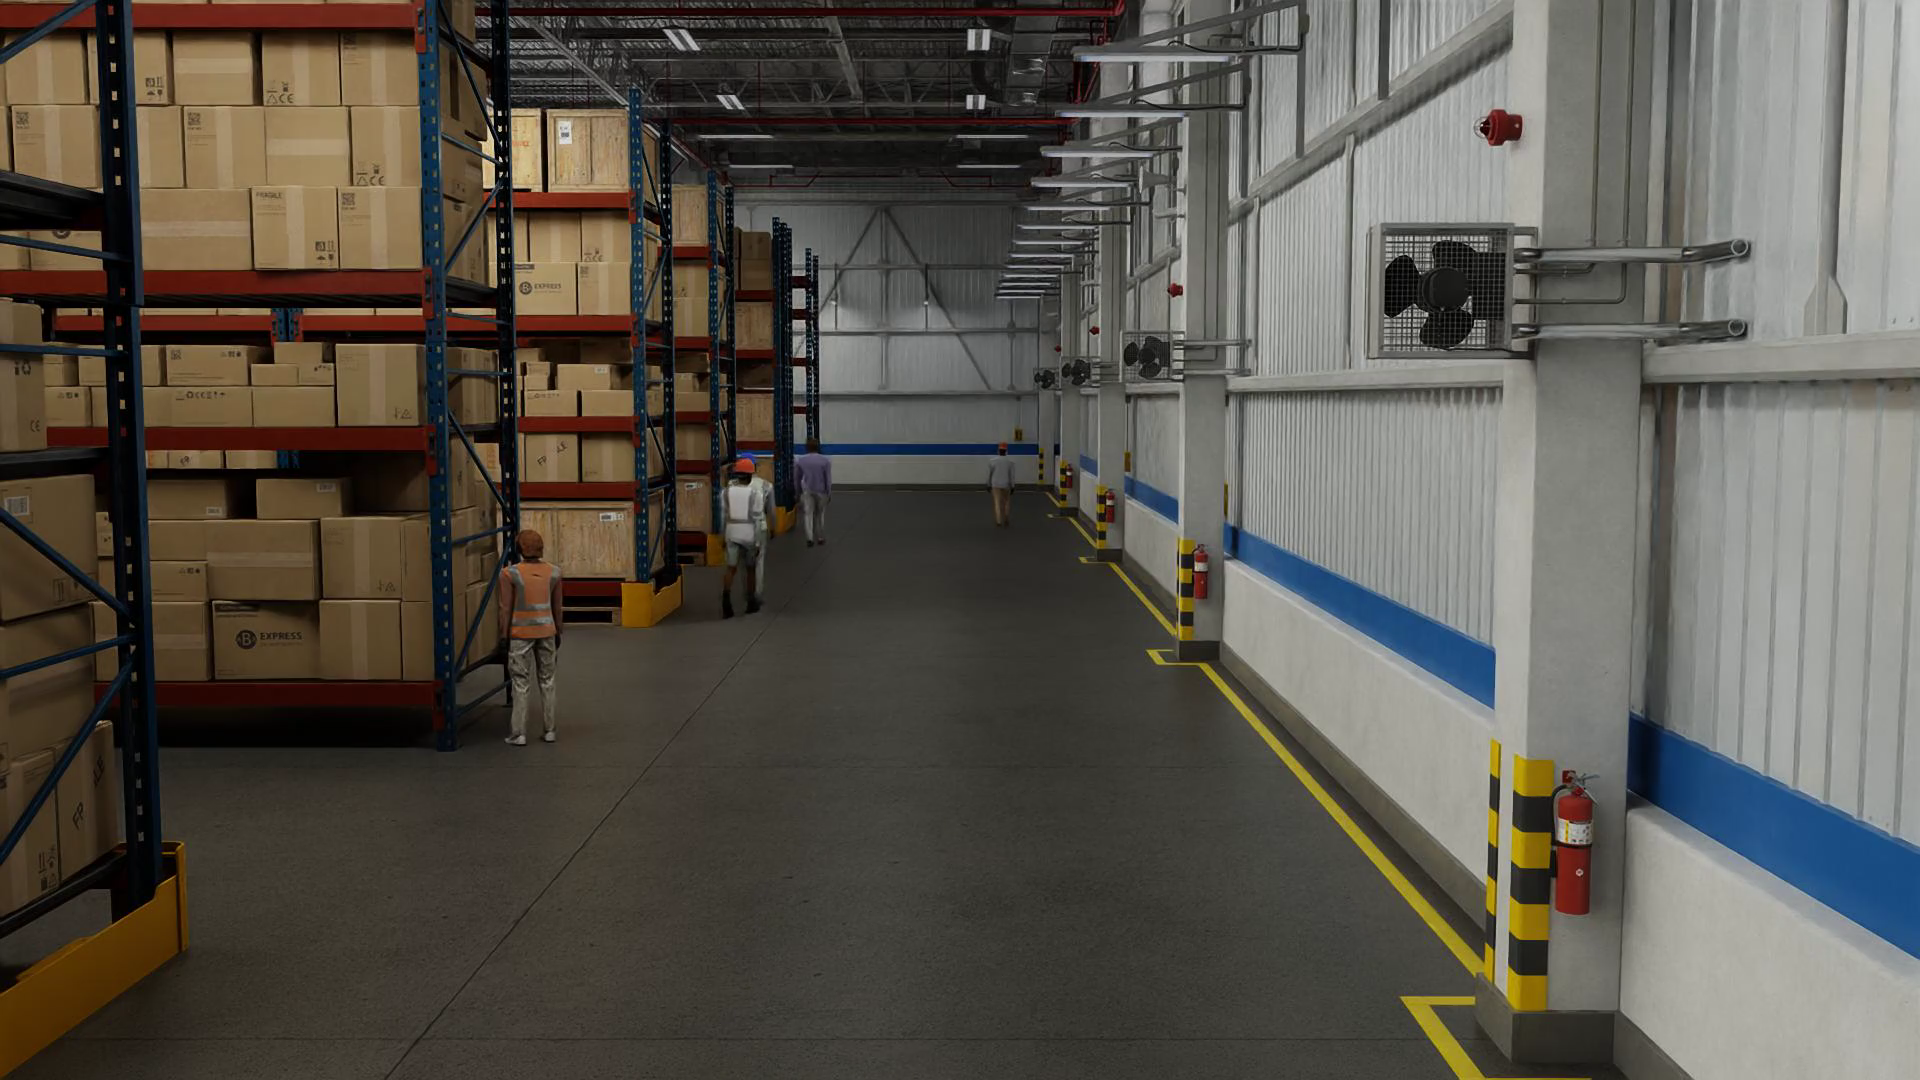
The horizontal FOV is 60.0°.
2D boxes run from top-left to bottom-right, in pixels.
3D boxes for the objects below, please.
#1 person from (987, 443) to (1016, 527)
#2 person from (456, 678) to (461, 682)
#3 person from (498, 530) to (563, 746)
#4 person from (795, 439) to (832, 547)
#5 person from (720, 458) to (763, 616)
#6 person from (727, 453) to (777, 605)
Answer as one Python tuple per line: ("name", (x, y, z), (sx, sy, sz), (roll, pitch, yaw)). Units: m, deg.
("person", (0.837, -1.109, 33.597), (0.566, 1.713, 0.885), (0, 5, 1))
("person", (-4.915, 0.413, 15.258), (0.732, 1.802, 0.612), (1, 5, 16))
("person", (-3.230, 0.735, 12.556), (0.522, 1.631, 0.314), (-4, 6, -41))
("person", (-2.561, -0.805, 29.118), (0.645, 1.921, 0.892), (0, 5, 0))
("person", (-2.627, -0.030, 19.871), (0.560, 1.913, 0.821), (1, 5, 10))
("person", (-2.644, -0.141, 21.065), (0.668, 1.910, 0.774), (0, 5, -6))
